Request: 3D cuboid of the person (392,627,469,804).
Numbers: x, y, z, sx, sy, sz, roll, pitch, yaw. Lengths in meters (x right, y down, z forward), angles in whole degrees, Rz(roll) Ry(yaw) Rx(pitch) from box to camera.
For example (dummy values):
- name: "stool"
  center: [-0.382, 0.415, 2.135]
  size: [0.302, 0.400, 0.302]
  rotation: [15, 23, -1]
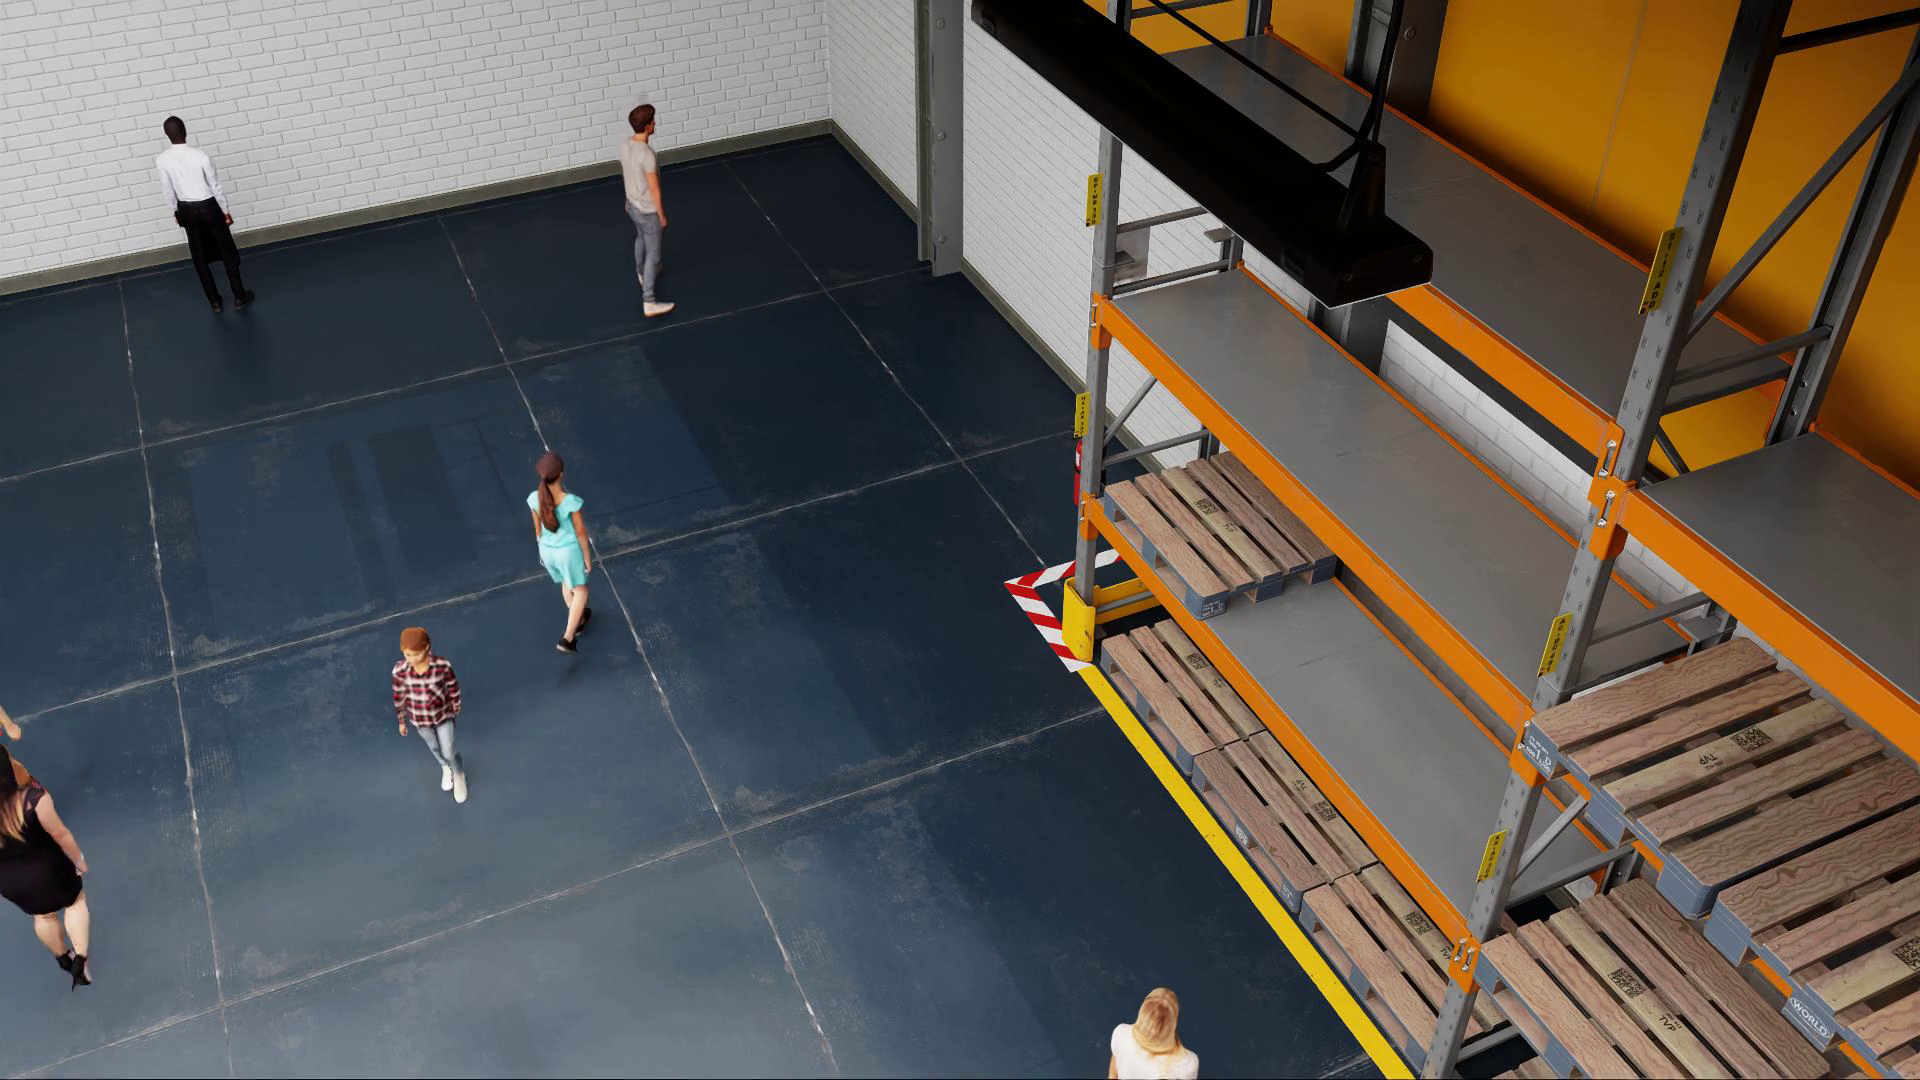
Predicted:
- name: "person"
  center: [-3.285, 1.022, 10.348]
  size: [0.621, 1.295, 0.678]
  rotation: [-3, 39, -4]

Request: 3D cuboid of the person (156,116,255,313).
- name: "person"
  center: [-6.761, -2.895, 14.818]
  size: [0.692, 1.836, 0.620]
  rotation: [-7, 39, -8]

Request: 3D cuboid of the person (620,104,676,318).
- name: "person"
  center: [-2.841, -2.970, 14.903]
  size: [1.046, 1.848, 0.835]
  rotation: [-25, 45, -28]

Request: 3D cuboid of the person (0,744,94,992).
- name: "person"
  center: [-5.017, 1.854, 8.986]
  size: [0.758, 1.695, 0.817]
  rotation: [-11, 40, -13]

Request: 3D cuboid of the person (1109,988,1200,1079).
- name: "person"
  center: [0.871, 2.727, 7.802]
  size: [0.623, 1.807, 0.709]
  rotation: [18, 42, 21]

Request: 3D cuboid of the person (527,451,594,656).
- name: "person"
  center: [-2.718, 0.129, 11.269]
  size: [0.854, 1.541, 0.959]
  rotation: [8, 39, 9]
